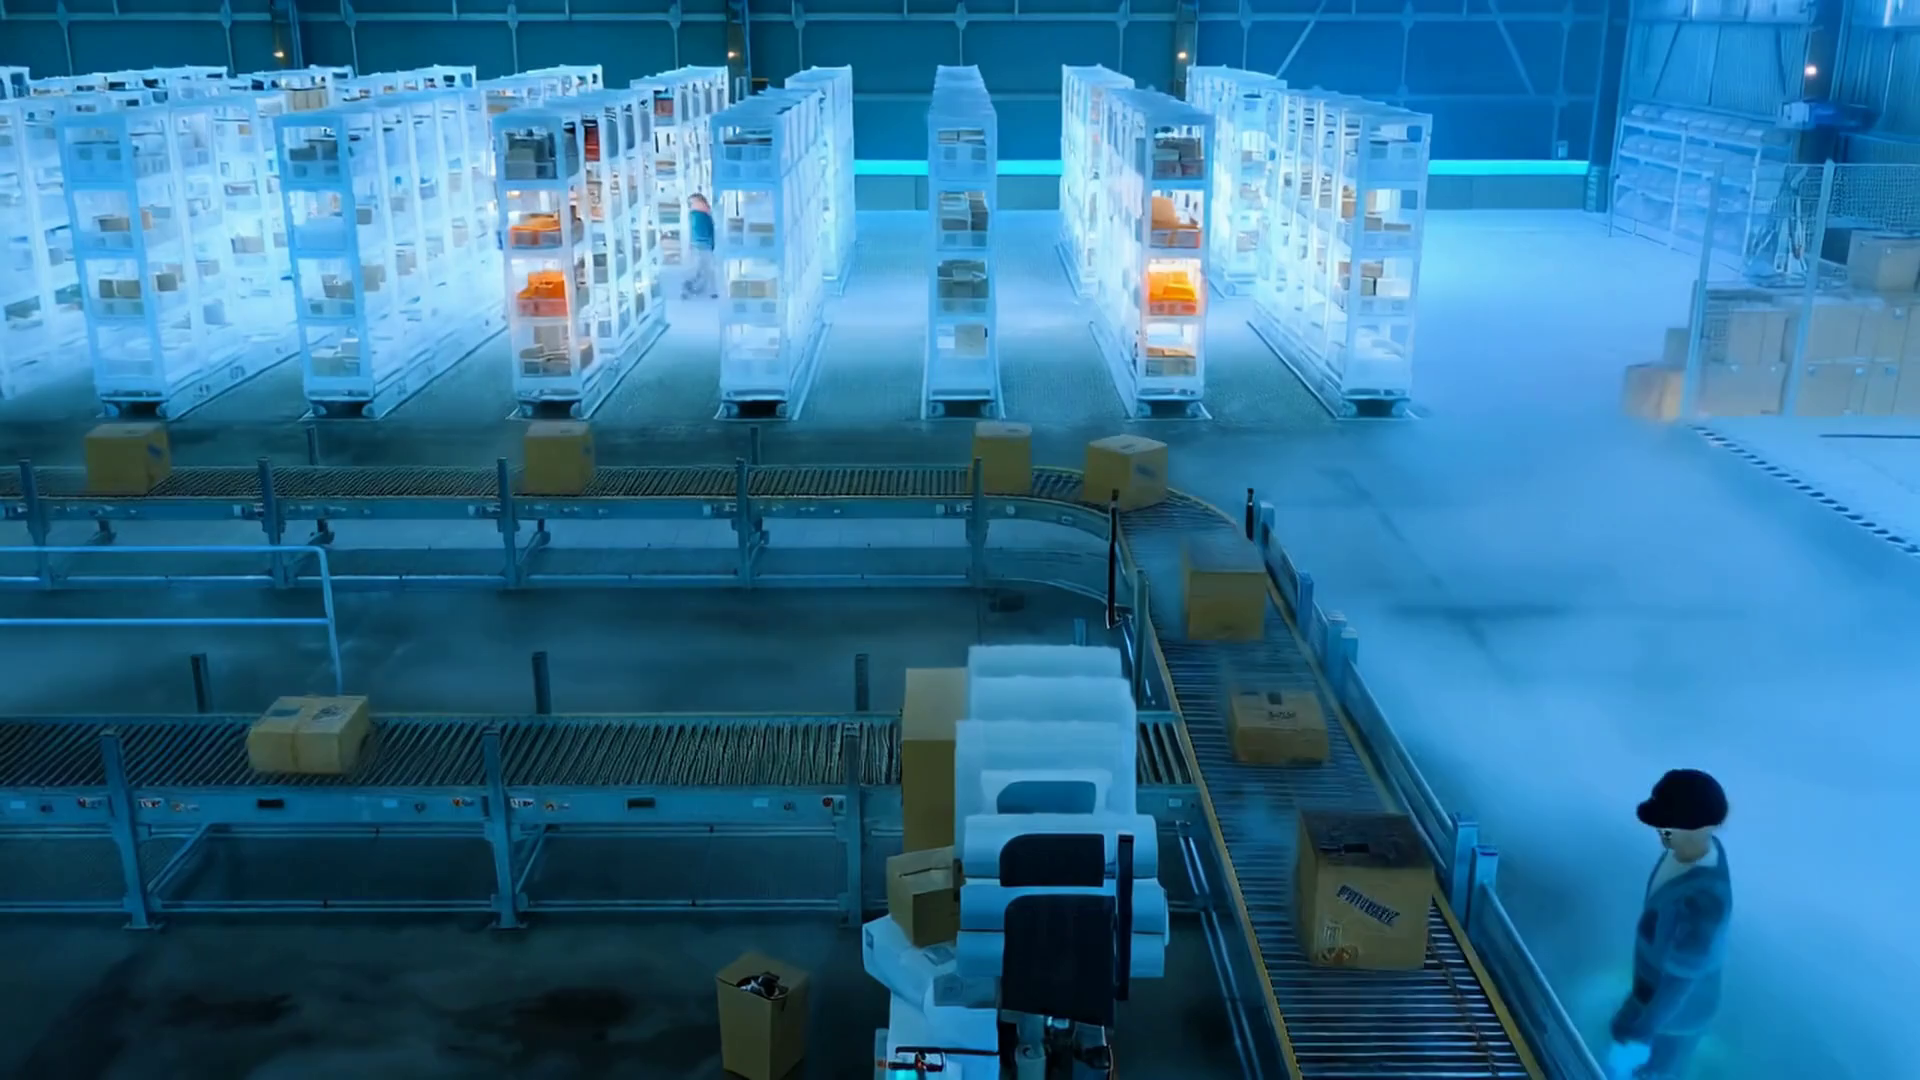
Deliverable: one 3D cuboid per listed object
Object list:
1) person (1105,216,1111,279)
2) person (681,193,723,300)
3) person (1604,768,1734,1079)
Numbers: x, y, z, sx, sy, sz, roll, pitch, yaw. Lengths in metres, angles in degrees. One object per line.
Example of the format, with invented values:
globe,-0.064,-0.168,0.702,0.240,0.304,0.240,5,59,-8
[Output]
person,2.445,-4.491,26.480,0.389,1.849,0.567,-16,24,-40
person,-4.338,-4.889,27.812,0.778,1.787,0.604,-12,22,-33
person,2.800,1.830,6.719,0.462,2.032,0.617,5,19,16
